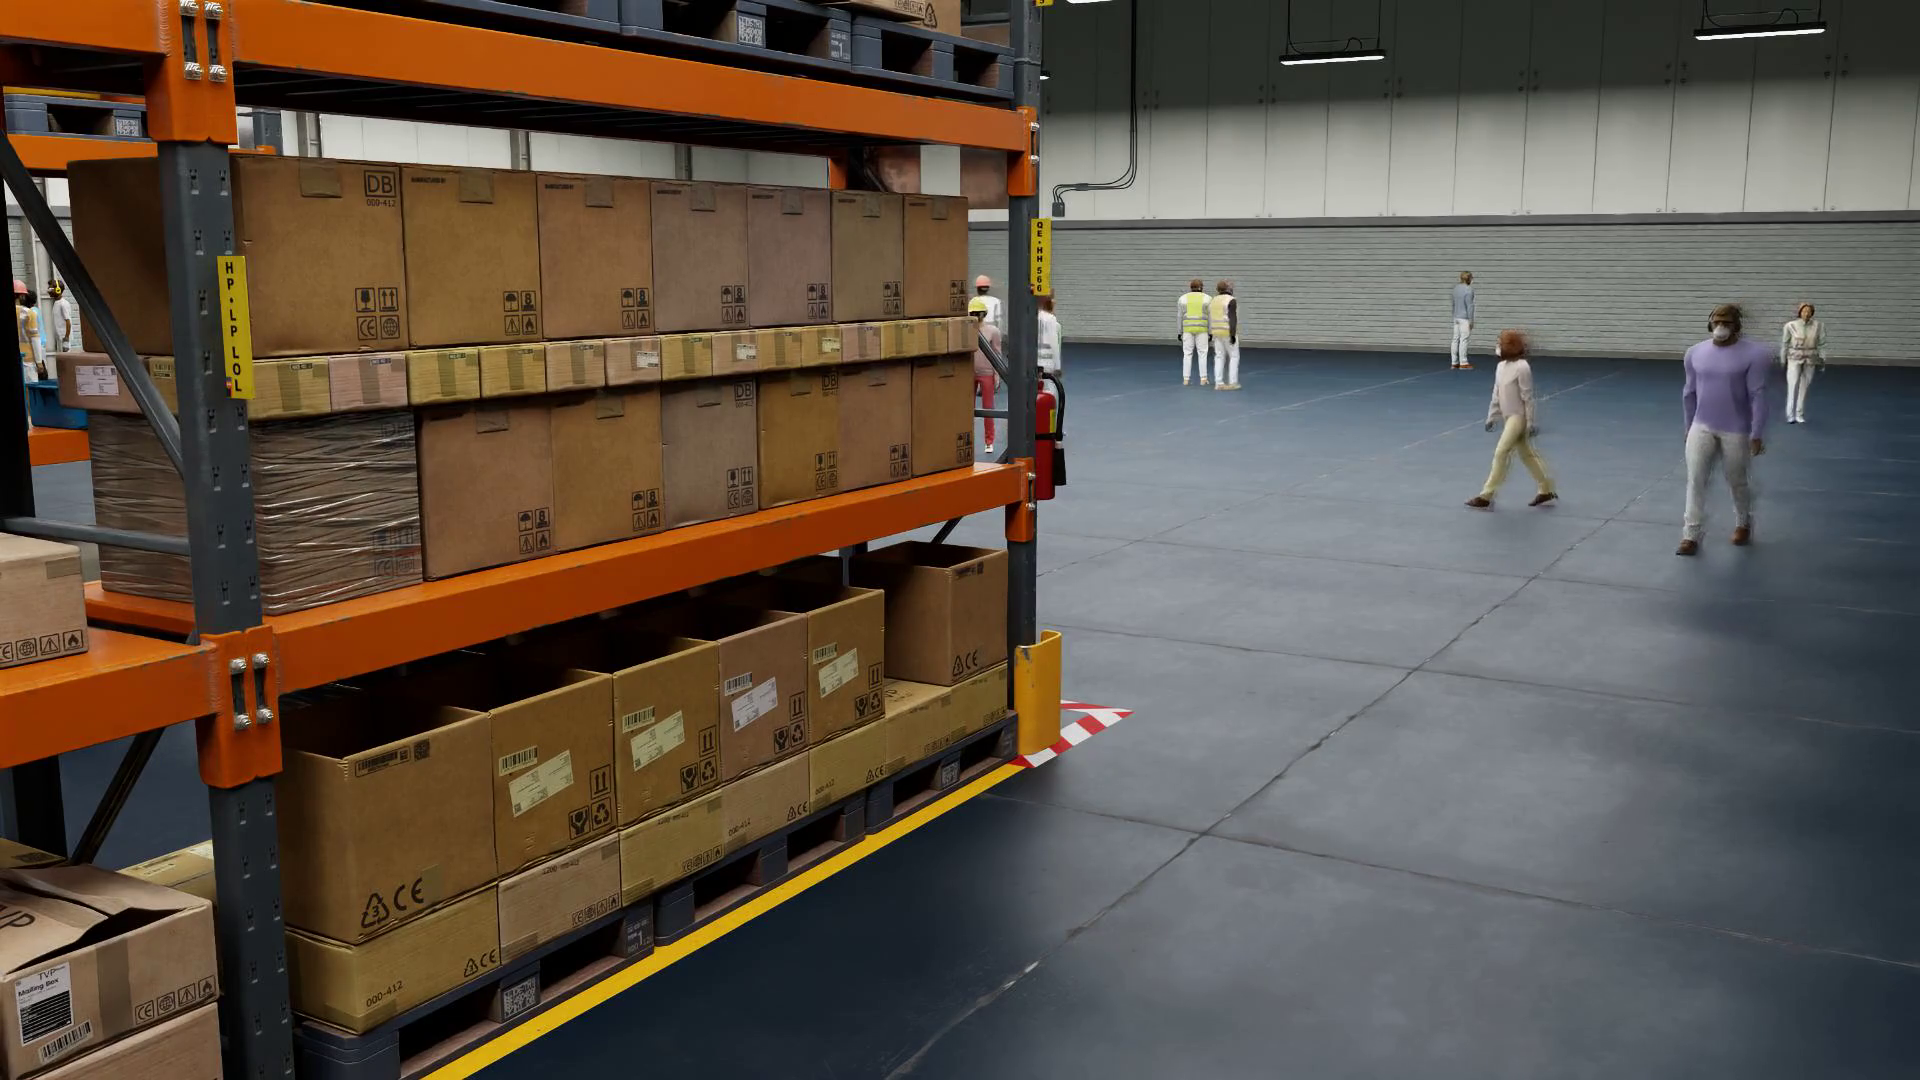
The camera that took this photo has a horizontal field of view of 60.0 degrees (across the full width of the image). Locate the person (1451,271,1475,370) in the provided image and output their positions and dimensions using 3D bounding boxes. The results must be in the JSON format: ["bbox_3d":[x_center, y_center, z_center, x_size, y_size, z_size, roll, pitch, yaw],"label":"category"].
[{"bbox_3d":[9.916,-4.327,32.770,0.370,1.941,0.627,-3,10,-17],"label":"person"}]

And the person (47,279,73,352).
[{"bbox_3d":[-13.876,-3.080,25.674,0.315,1.870,0.532,-9,13,-41],"label":"person"}]

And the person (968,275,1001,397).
[{"bbox_3d":[0.351,-3.220,26.346,0.559,1.917,0.408,-4,11,-24],"label":"person"}]

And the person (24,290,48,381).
[{"bbox_3d":[-14.708,-3.124,26.433,0.317,1.695,0.540,-3,10,-19],"label":"person"}]

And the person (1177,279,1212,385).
[{"bbox_3d":[4.078,-3.595,28.793,0.627,1.836,0.429,2,10,14],"label":"person"}]

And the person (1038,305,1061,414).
[{"bbox_3d":[1.105,-2.350,22.079,0.500,1.636,0.281,-4,10,-22],"label":"person"}]

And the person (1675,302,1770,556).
[{"bbox_3d":[5.795,-0.853,12.586,0.647,1.900,1.010,9,13,43],"label":"person"}]

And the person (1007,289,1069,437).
[{"bbox_3d":[0.950,-2.133,20.206,0.856,1.854,0.583,-4,11,-23],"label":"person"}]

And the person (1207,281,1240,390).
[{"bbox_3d":[4.398,-3.403,27.755,0.462,1.806,0.677,-8,13,-41],"label":"person"}]

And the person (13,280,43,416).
[{"bbox_3d":[-11.693,-2.264,20.704,0.550,1.933,0.373,0,10,0],"label":"person"}]

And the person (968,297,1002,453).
[{"bbox_3d":[0.208,-1.861,18.841,0.528,1.767,0.329,3,10,17],"label":"person"}]

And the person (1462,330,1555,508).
[{"bbox_3d":[4.912,-1.063,14.702,0.870,1.582,0.509,-1,10,-4],"label":"person"}]

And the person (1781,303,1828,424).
[{"bbox_3d":[11.190,-2.323,22.024,0.534,1.605,0.809,2,10,13],"label":"person"}]
